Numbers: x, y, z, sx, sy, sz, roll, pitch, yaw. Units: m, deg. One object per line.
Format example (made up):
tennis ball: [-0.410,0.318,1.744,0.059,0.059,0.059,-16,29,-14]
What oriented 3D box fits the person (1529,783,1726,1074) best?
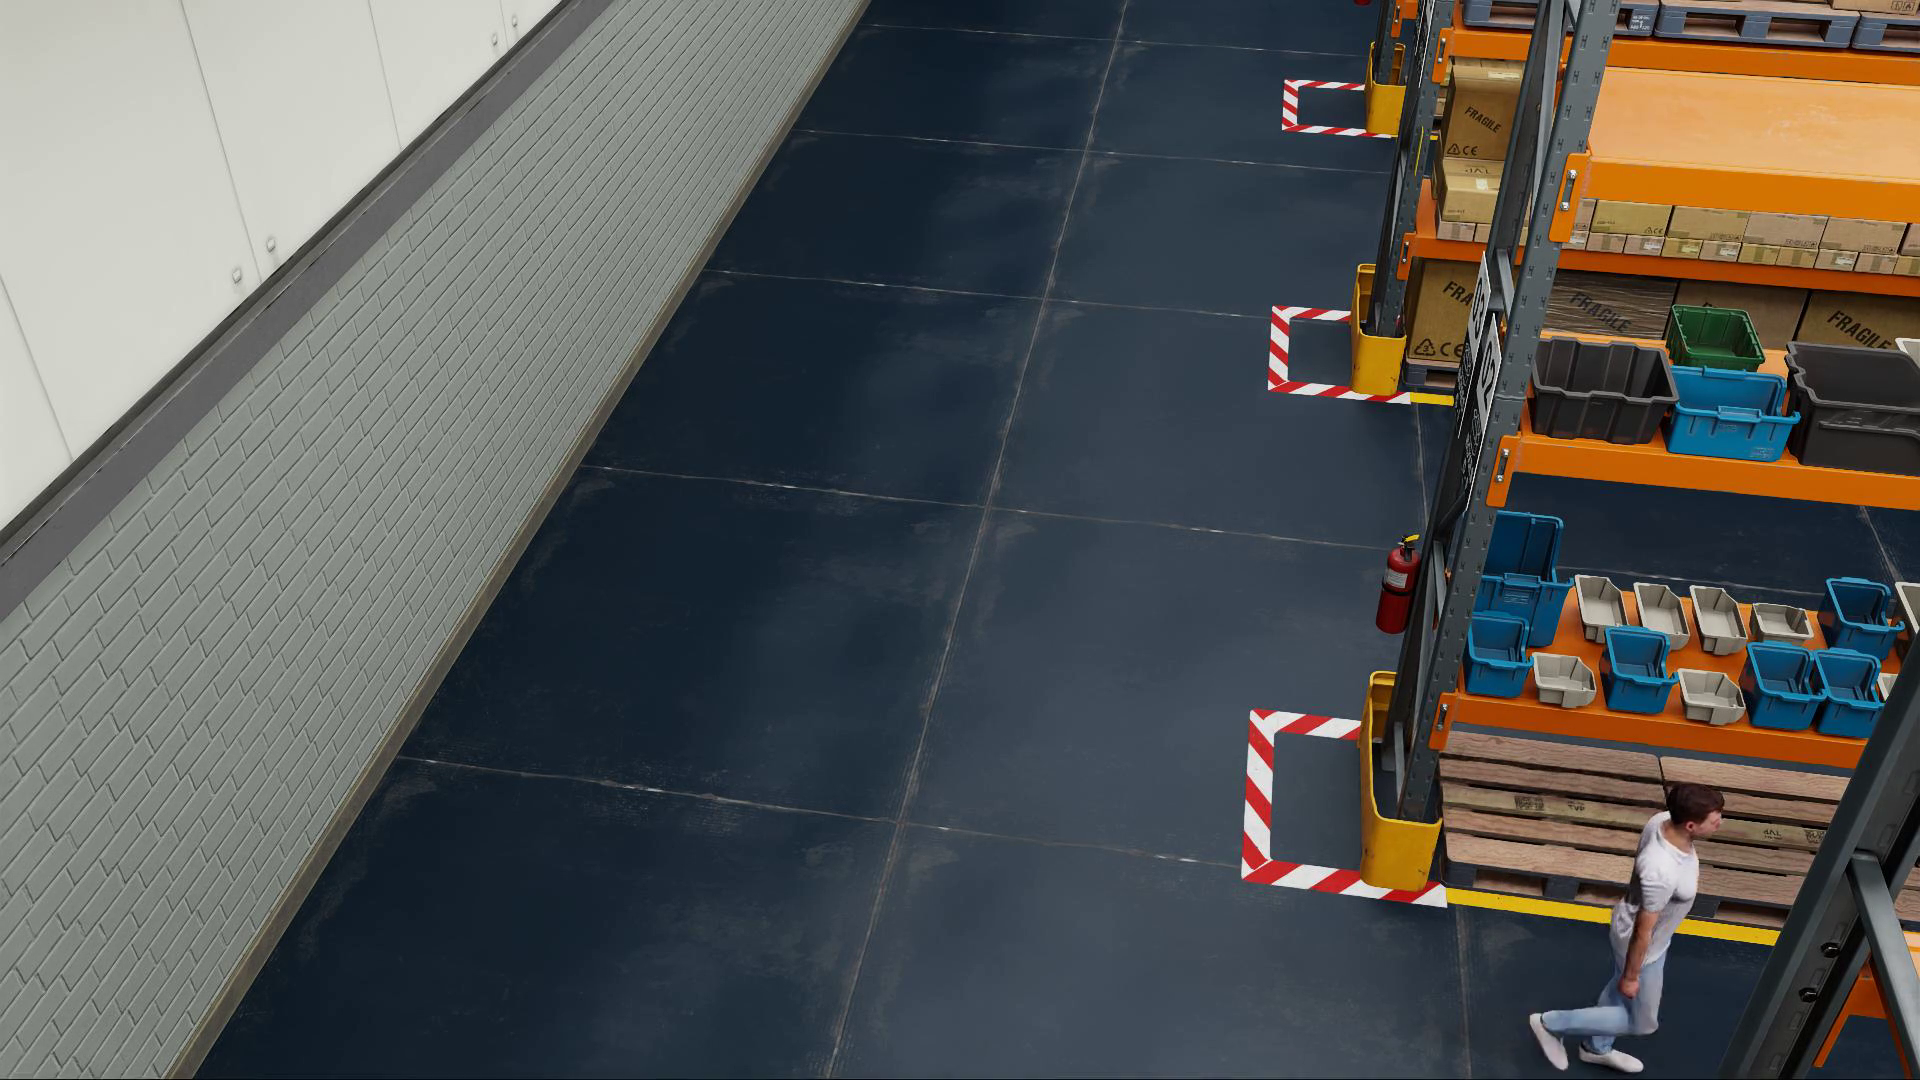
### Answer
person: [2.934,1.751,7.417,0.866,1.838,0.780,16,40,20]
